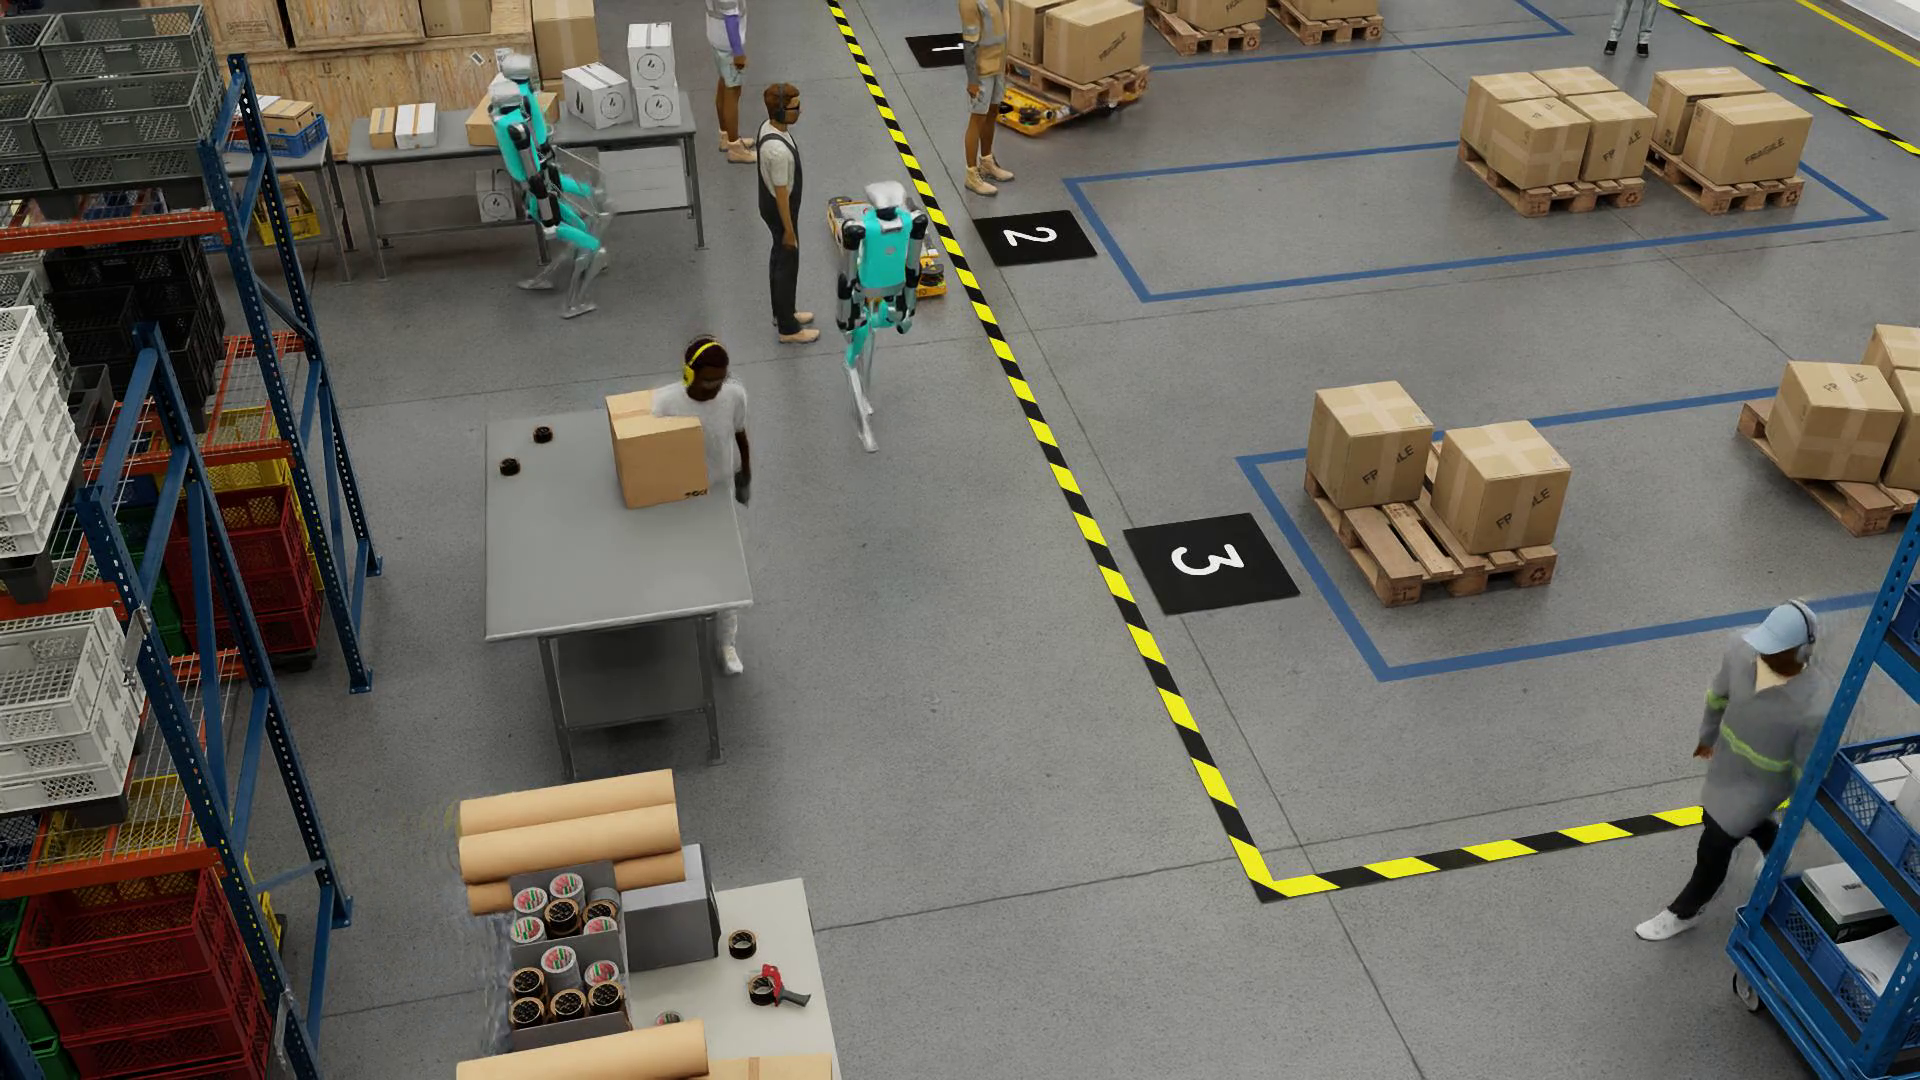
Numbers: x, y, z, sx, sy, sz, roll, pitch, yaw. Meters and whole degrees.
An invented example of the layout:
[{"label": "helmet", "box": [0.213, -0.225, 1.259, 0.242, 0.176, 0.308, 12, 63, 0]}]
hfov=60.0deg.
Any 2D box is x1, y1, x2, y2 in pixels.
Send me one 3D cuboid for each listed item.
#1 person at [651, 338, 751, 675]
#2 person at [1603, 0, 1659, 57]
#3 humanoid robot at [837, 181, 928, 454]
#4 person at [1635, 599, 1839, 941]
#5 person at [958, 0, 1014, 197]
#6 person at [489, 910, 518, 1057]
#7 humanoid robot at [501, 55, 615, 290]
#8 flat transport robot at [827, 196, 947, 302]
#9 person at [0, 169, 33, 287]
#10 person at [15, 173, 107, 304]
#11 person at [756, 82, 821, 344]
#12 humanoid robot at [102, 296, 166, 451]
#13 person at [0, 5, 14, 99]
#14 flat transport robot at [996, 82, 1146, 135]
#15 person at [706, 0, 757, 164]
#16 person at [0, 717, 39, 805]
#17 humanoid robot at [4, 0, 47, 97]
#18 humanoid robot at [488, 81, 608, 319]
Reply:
[{"label": "person", "box": [-1.316, -0.184, 8.501, 0.564, 1.812, 0.964, -5, 37, -7]}, {"label": "person", "box": [6.473, -5.448, 15.573, 0.586, 1.823, 0.404, 10, 38, 13]}, {"label": "humanoid robot", "box": [-0.574, -1.471, 10.303, 0.557, 1.771, 0.819, -16, 39, -20]}, {"label": "person", "box": [3.395, 0.939, 6.999, 0.787, 1.822, 0.606, -11, 38, -14]}, {"label": "person", "box": [0.230, -3.741, 13.092, 0.355, 2.047, 0.613, 18, 40, 22]}, {"label": "person", "box": [-1.495, 1.573, 6.238, 0.903, 1.690, 0.502, -9, 38, -12]}, {"label": "humanoid robot", "box": [-2.809, -2.592, 11.811, 0.920, 1.760, 0.562, -9, 38, -12]}, {"label": "flat transport robot", "box": [-0.570, -2.220, 12.538, 0.659, 0.231, 1.431, -8, 37, -10]}, {"label": "person", "box": [-6.185, -1.857, 10.733, 0.429, 1.844, 0.625, -10, 38, -13]}, {"label": "person", "box": [-6.382, -2.149, 11.224, 0.875, 1.701, 0.548, -4, 37, -6]}, {"label": "person", "box": [-1.169, -2.183, 11.177, 0.350, 1.840, 0.498, -7, 37, -10]}, {"label": "humanoid robot", "box": [-4.568, -0.740, 9.374, 0.354, 1.645, 0.600, -10, 38, -13]}, {"label": "person", "box": [-7.976, -3.984, 13.542, 0.553, 1.910, 0.718, 2, 37, 2]}, {"label": "flat transport robot", "box": [0.933, -3.994, 14.899, 1.431, 0.197, 0.652, -27, 44, -31]}, {"label": "person", "box": [-1.867, -4.103, 13.588, 0.390, 2.038, 0.605, -11, 38, -14]}, {"label": "person", "box": [-4.630, 0.480, 7.571, 0.310, 1.864, 0.529, -8, 37, -11]}, {"label": "humanoid robot", "box": [-7.292, -3.633, 13.244, 0.599, 1.657, 0.315, 19, 41, 23]}, {"label": "humanoid robot", "box": [-2.754, -2.326, 11.438, 0.723, 1.769, 0.530, -20, 41, -24]}]
